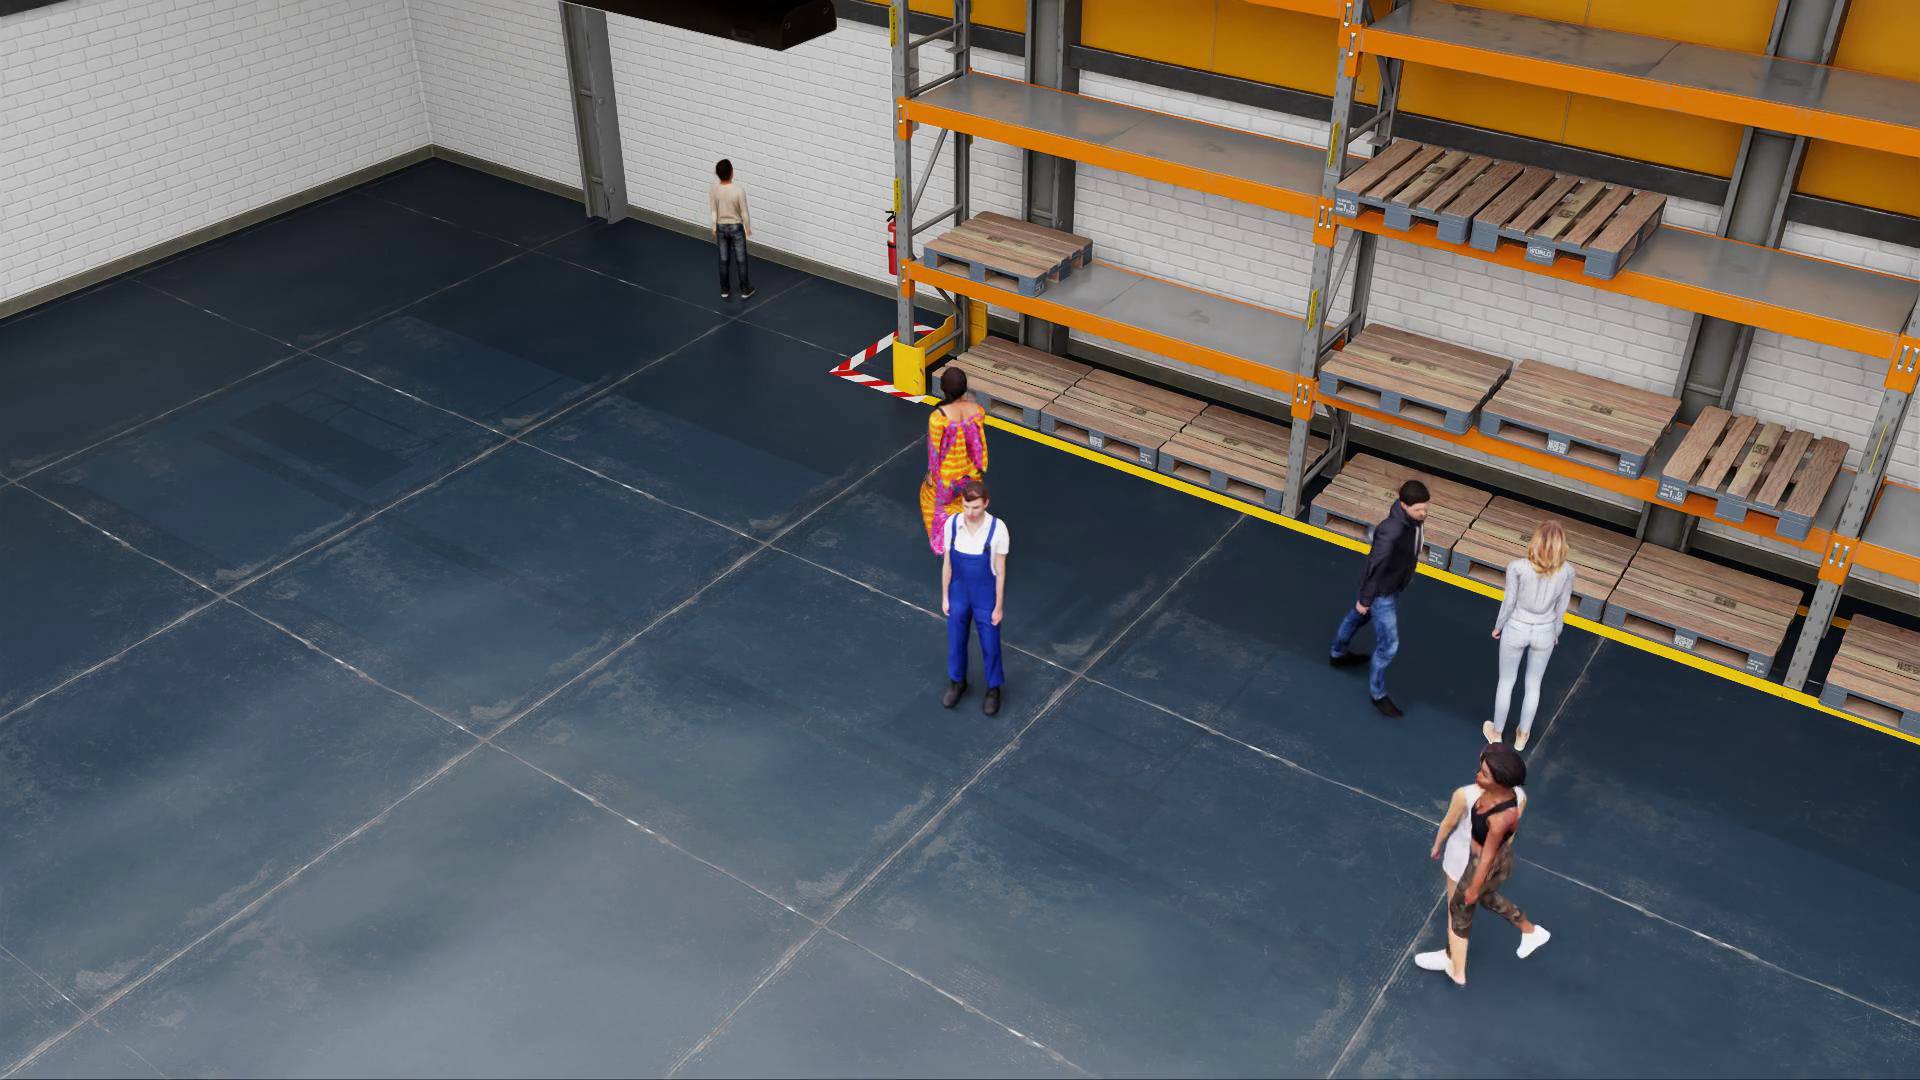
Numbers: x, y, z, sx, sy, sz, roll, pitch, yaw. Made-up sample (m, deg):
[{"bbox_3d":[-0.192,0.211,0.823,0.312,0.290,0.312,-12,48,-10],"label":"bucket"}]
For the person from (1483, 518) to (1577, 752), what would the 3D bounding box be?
[{"bbox_3d":[3.779,0.633,11.076,0.590,1.795,0.719,4,34,7],"label":"person"}]

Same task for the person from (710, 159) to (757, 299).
[{"bbox_3d":[-2.372,-3.204,17.148,0.578,1.463,0.691,4,34,5],"label":"person"}]

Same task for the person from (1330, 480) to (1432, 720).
[{"bbox_3d":[2.890,0.289,11.560,0.937,1.832,0.835,13,36,19],"label":"person"}]

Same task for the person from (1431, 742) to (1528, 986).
[{"bbox_3d":[2.939,1.841,9.452,1.006,1.581,0.975,0,34,-1],"label":"person"}]

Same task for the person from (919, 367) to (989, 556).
[{"bbox_3d":[-0.026,-0.552,12.983,0.803,1.657,0.858,-19,38,-26],"label":"person"}]

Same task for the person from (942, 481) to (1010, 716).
[{"bbox_3d":[0.110,0.366,11.430,0.587,1.848,0.739,10,35,14],"label":"person"}]

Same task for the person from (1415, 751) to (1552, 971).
[{"bbox_3d":[3.027,1.859,9.336,1.027,1.680,0.799,8,34,12],"label":"person"}]
